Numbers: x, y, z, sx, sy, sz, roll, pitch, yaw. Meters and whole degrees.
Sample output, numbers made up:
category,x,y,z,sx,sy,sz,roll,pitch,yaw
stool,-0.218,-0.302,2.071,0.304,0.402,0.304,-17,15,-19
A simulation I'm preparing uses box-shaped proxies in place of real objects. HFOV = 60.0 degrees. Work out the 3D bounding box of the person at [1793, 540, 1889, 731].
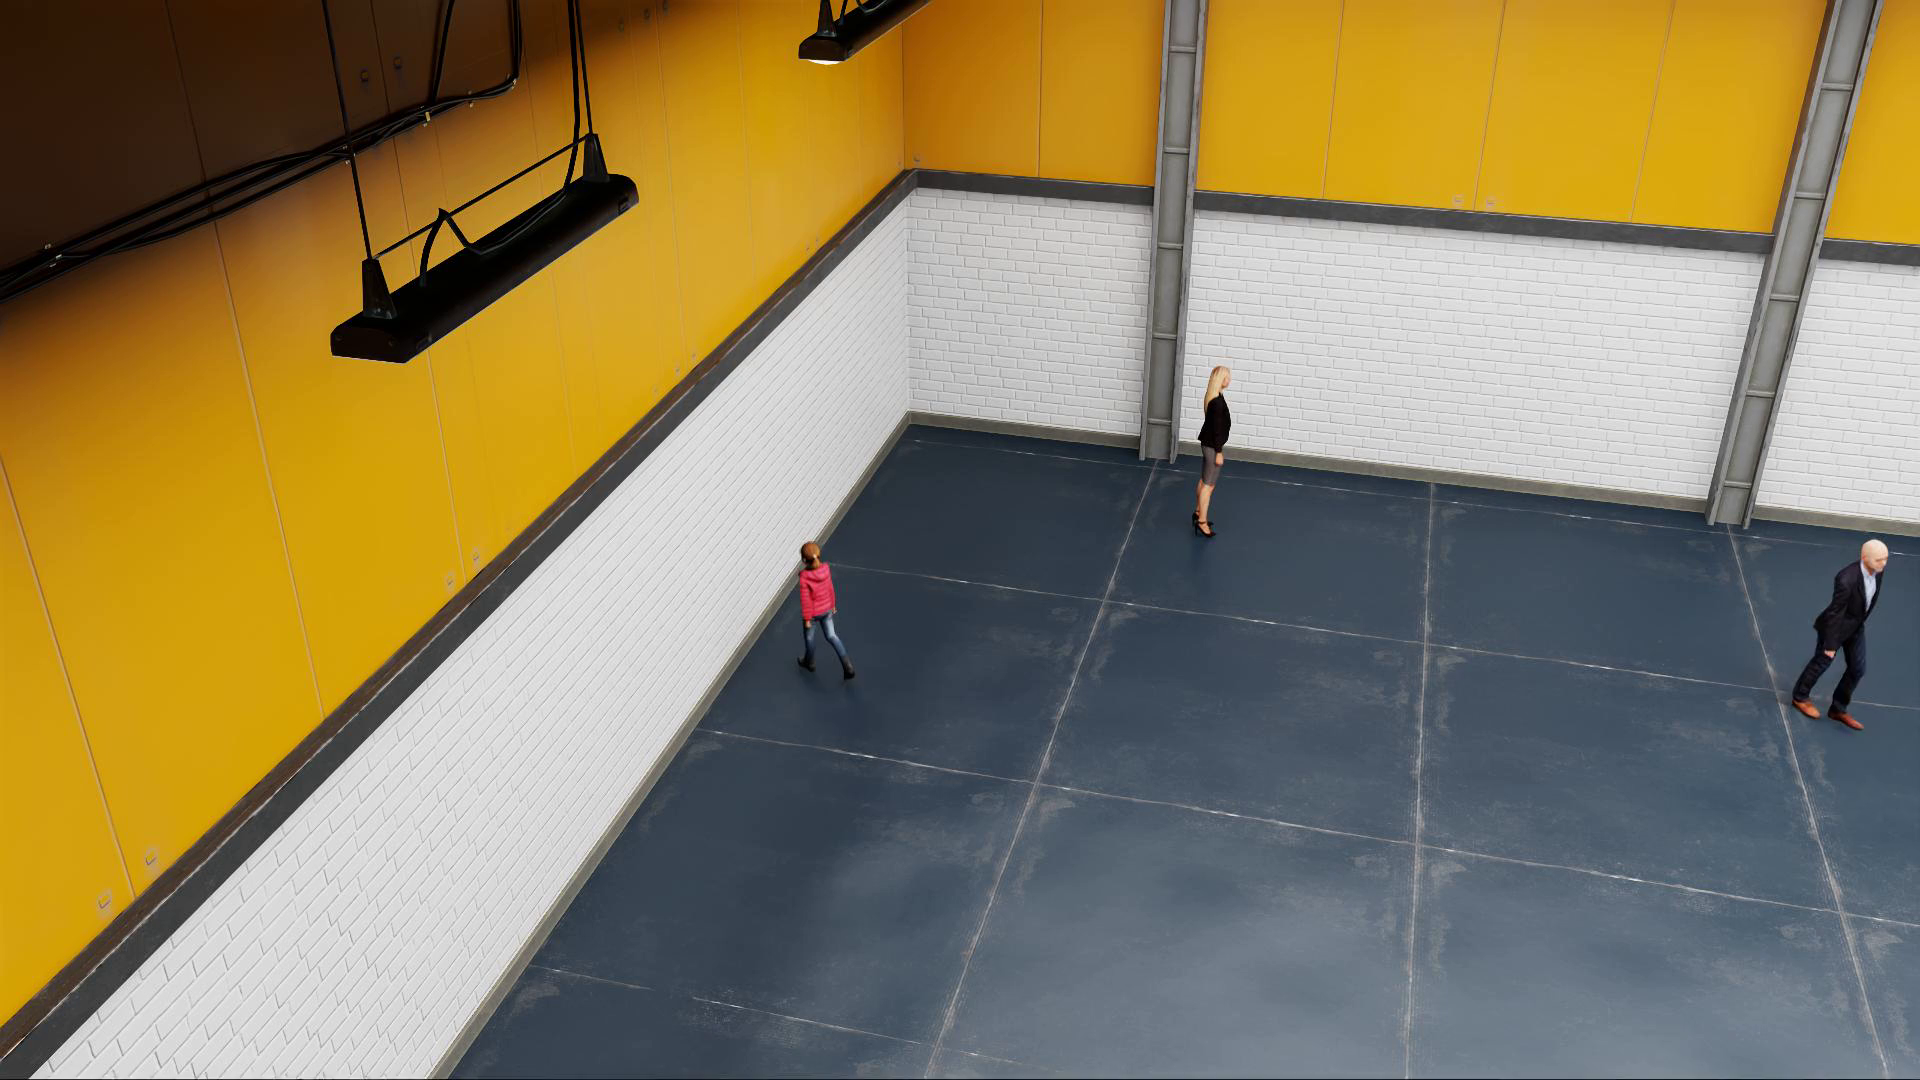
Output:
category,x,y,z,sx,sy,sz,roll,pitch,yaw
person,7.320,0.715,13.907,0.947,1.768,0.998,-12,31,-21

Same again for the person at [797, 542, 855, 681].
category,x,y,z,sx,sy,sz,roll,pitch,yaw
person,-1.187,0.660,14.509,0.819,1.288,0.979,-24,36,-36

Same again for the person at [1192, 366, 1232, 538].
category,x,y,z,sx,sy,sz,roll,pitch,yaw
person,2.535,-0.903,16.799,0.639,1.840,0.669,-1,29,-1
